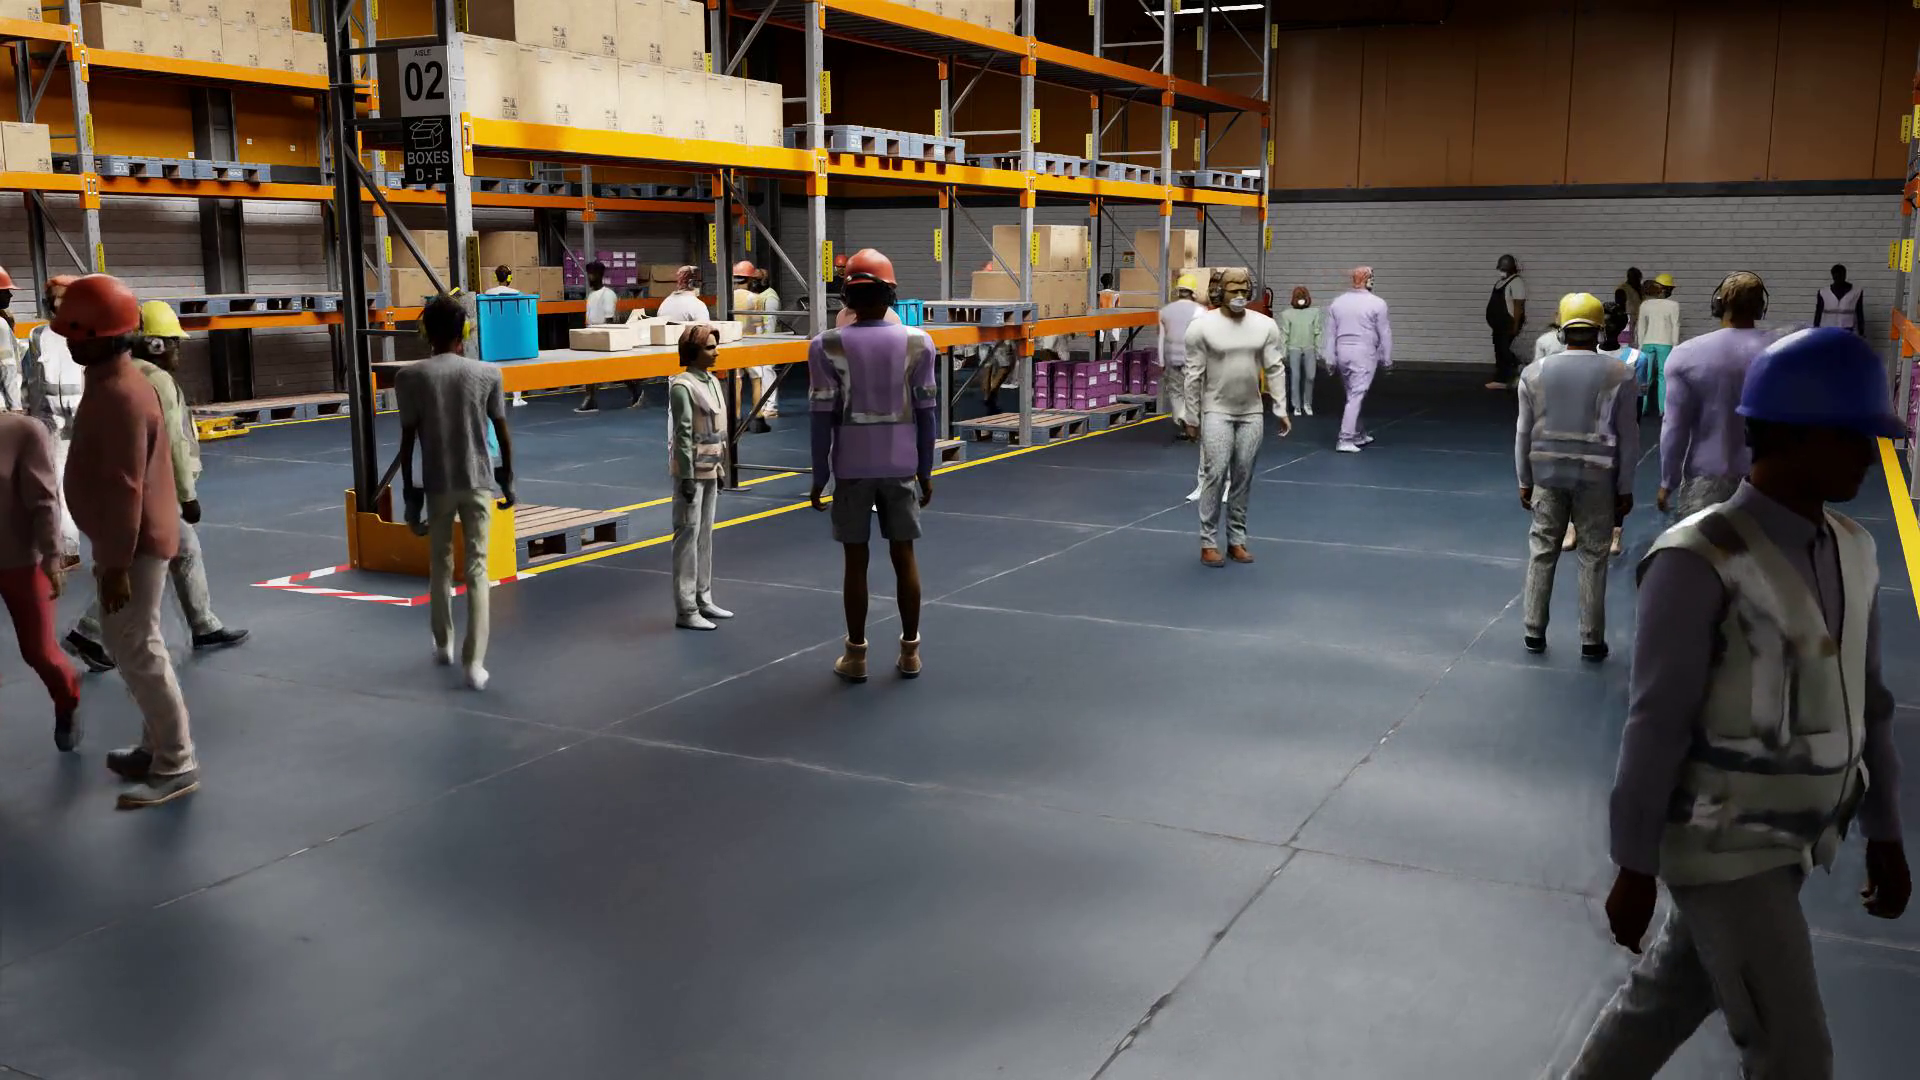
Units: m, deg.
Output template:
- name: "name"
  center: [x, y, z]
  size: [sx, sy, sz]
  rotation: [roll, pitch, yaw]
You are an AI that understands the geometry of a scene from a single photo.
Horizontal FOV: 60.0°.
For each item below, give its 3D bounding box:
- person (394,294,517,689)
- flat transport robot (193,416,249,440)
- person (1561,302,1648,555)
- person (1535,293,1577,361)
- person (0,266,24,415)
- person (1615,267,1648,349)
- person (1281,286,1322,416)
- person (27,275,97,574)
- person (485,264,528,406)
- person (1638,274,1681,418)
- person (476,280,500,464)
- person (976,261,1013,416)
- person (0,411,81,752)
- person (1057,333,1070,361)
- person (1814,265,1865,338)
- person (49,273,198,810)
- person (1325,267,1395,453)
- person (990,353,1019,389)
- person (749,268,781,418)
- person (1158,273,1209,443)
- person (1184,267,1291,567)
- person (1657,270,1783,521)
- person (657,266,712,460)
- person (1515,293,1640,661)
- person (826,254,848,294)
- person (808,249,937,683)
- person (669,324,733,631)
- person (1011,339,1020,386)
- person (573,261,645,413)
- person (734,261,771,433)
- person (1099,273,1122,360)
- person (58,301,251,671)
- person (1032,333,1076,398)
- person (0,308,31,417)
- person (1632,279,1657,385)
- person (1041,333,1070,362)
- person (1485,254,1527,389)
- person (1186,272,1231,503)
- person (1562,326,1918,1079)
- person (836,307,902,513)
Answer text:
- name: "person"
  center: [-2.397, -0.250, 7.951]
  size: [0.518, 1.830, 0.847]
  rotation: [-2, 10, -14]
- name: "flat transport robot"
  center: [-8.605, -1.240, 18.170]
  size: [1.431, 0.197, 0.652]
  rotation: [2, 10, 12]
- name: "person"
  center: [4.320, -0.746, 11.183]
  size: [0.529, 1.697, 0.321]
  rotation: [7, 12, 35]
- name: "person"
  center: [4.775, -1.097, 13.185]
  size: [0.494, 1.711, 0.771]
  rotation: [5, 11, 26]
- name: "person"
  center: [-6.909, -1.005, 11.988]
  size: [0.543, 1.939, 0.360]
  rotation: [7, 12, 36]
- name: "person"
  center: [10.363, -3.307, 25.720]
  size: [0.654, 1.804, 0.457]
  rotation: [-5, 11, -26]
- name: "person"
  center: [4.227, -2.330, 20.588]
  size: [0.519, 1.611, 0.494]
  rotation: [1, 10, 4]
- name: "person"
  center: [-5.571, -0.716, 10.479]
  size: [0.574, 1.884, 0.356]
  rotation: [0, 10, 0]
- name: "person"
  center: [-6.001, -2.694, 21.968]
  size: [0.533, 1.868, 0.310]
  rotation: [1, 10, 3]
- name: "person"
  center: [8.608, -2.384, 20.485]
  size: [0.329, 1.763, 0.523]
  rotation: [-8, 13, -38]
- name: "person"
  center: [-4.610, -1.634, 15.923]
  size: [0.562, 1.838, 0.390]
  rotation: [9, 13, 43]
- name: "person"
  center: [0.416, -2.496, 20.654]
  size: [0.572, 1.925, 0.418]
  rotation: [6, 12, 33]
- name: "person"
  center: [-3.660, 0.072, 6.330]
  size: [0.534, 1.739, 0.768]
  rotation: [-2, 10, -9]
- name: "person"
  center: [1.434, -3.121, 24.398]
  size: [0.355, 1.883, 0.572]
  rotation: [-6, 12, -32]
- name: "person"
  center: [12.766, -3.058, 24.145]
  size: [0.665, 1.845, 1.015]
  rotation: [6, 12, 33]
- name: "person"
  center: [-3.045, 0.017, 6.057]
  size: [0.389, 1.957, 0.698]
  rotation: [-6, 11, -30]
- name: "person"
  center: [4.139, -1.836, 16.992]
  size: [0.912, 1.869, 0.642]
  rotation: [-8, 13, -40]
- name: "person"
  center: [0.624, -3.214, 24.809]
  size: [0.370, 1.927, 0.588]
  rotation: [-9, 13, -41]
- name: "person"
  center: [-2.413, -2.410, 20.438]
  size: [0.429, 1.837, 0.629]
  rotation: [-4, 11, -21]
- name: "person"
  center: [2.356, -1.909, 17.597]
  size: [0.595, 1.815, 0.551]
  rotation: [5, 11, 28]
- name: "person"
  center: [1.782, -0.799, 10.804]
  size: [0.647, 1.930, 0.447]
  rotation: [-3, 10, -15]
- name: "person"
  center: [3.597, -0.281, 7.798]
  size: [0.629, 1.940, 0.379]
  rotation: [2, 10, 13]
- name: "person"
  center: [-2.507, -1.590, 15.474]
  size: [0.652, 1.904, 0.402]
  rotation: [9, 13, 41]
- name: "person"
  center: [3.082, -0.314, 8.332]
  size: [0.593, 1.826, 0.404]
  rotation: [7, 12, 34]
- name: "person"
  center: [-1.861, -3.488, 26.199]
  size: [0.609, 1.995, 0.376]
  rotation: [-1, 10, -6]
- name: "person"
  center: [-0.416, -0.341, 7.860]
  size: [0.607, 2.039, 0.395]
  rotation: [-2, 10, -12]
- name: "person"
  center: [-1.417, -0.345, 9.025]
  size: [0.314, 1.641, 0.515]
  rotation: [2, 10, 13]
- name: "person"
  center: [0.899, -3.158, 25.431]
  size: [0.479, 1.607, 0.552]
  rotation: [-4, 11, -24]
- name: "person"
  center: [-4.503, -2.597, 21.249]
  size: [0.903, 1.935, 0.602]
  rotation: [-9, 13, -43]
- name: "person"
  center: [-2.406, -2.156, 18.678]
  size: [0.552, 1.934, 0.400]
  rotation: [4, 11, 21]
- name: "person"
  center: [2.416, -3.537, 27.356]
  size: [0.529, 1.692, 0.321]
  rotation: [2, 10, 12]
- name: "person"
  center: [-4.021, -0.269, 8.167]
  size: [0.881, 1.800, 0.594]
  rotation: [-8, 13, -40]
- name: "person"
  center: [1.240, -2.940, 23.135]
  size: [0.883, 1.974, 0.640]
  rotation: [-8, 12, -38]
- name: "person"
  center: [-7.119, -0.932, 12.422]
  size: [0.523, 1.644, 0.306]
  rotation: [0, 10, 0]
- name: "person"
  center: [10.404, -3.156, 25.382]
  size: [0.451, 1.613, 0.527]
  rotation: [7, 12, 34]
- name: "person"
  center: [1.424, -3.251, 25.020]
  size: [0.542, 1.930, 0.374]
  rotation: [4, 11, 23]
- name: "person"
  center: [8.054, -3.235, 24.605]
  size: [0.546, 2.000, 0.702]
  rotation: [-1, 10, -5]
- name: "person"
  center: [2.101, -1.227, 13.504]
  size: [0.532, 1.861, 0.319]
  rotation: [6, 11, 31]
- name: "person"
  center: [1.521, 0.548, 3.140]
  size: [0.634, 1.893, 1.021]
  rotation: [-7, 12, -36]
- name: "person"
  center: [-0.750, -1.167, 13.050]
  size: [0.644, 1.900, 0.399]
  rotation: [8, 12, 38]
